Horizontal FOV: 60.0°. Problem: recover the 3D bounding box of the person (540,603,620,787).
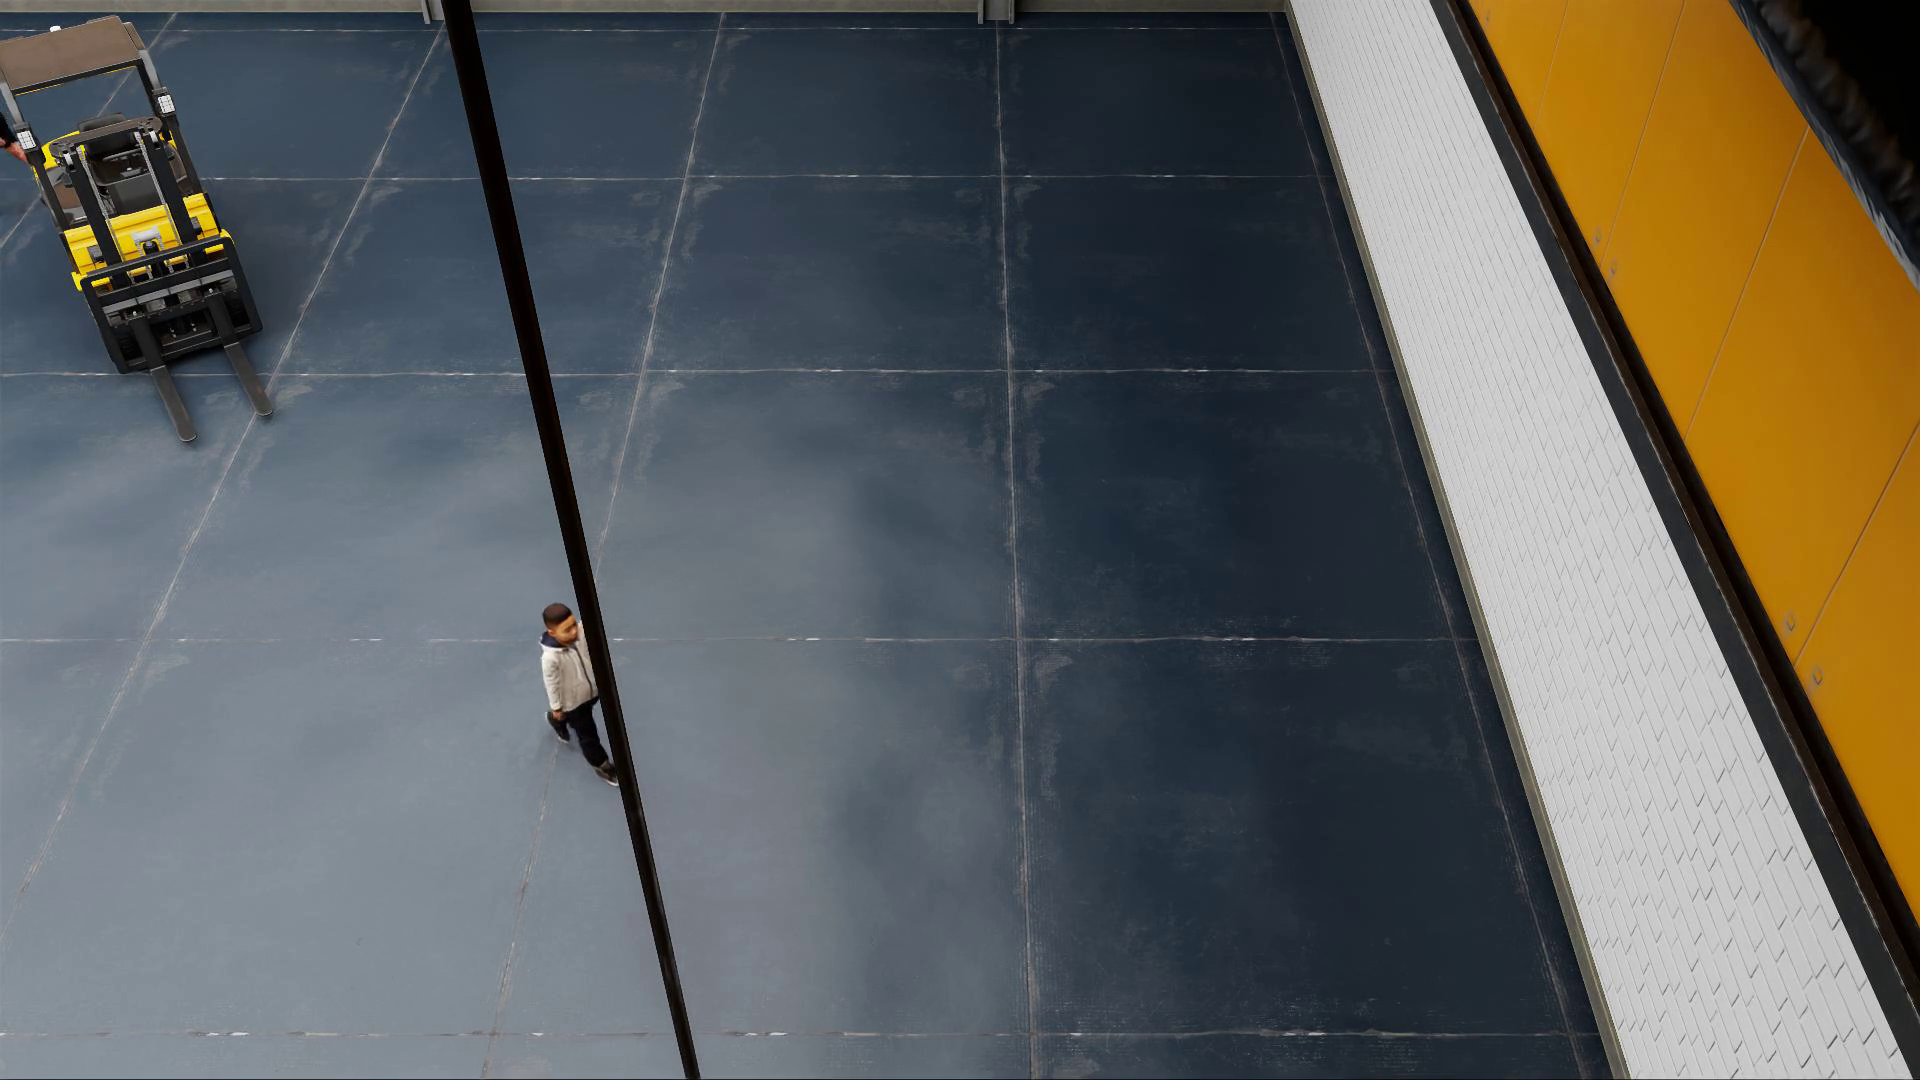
[{"bbox_3d":[-2.397,0.893,10.175,1.027,1.434,0.864,21,47,21],"label":"person"}]
